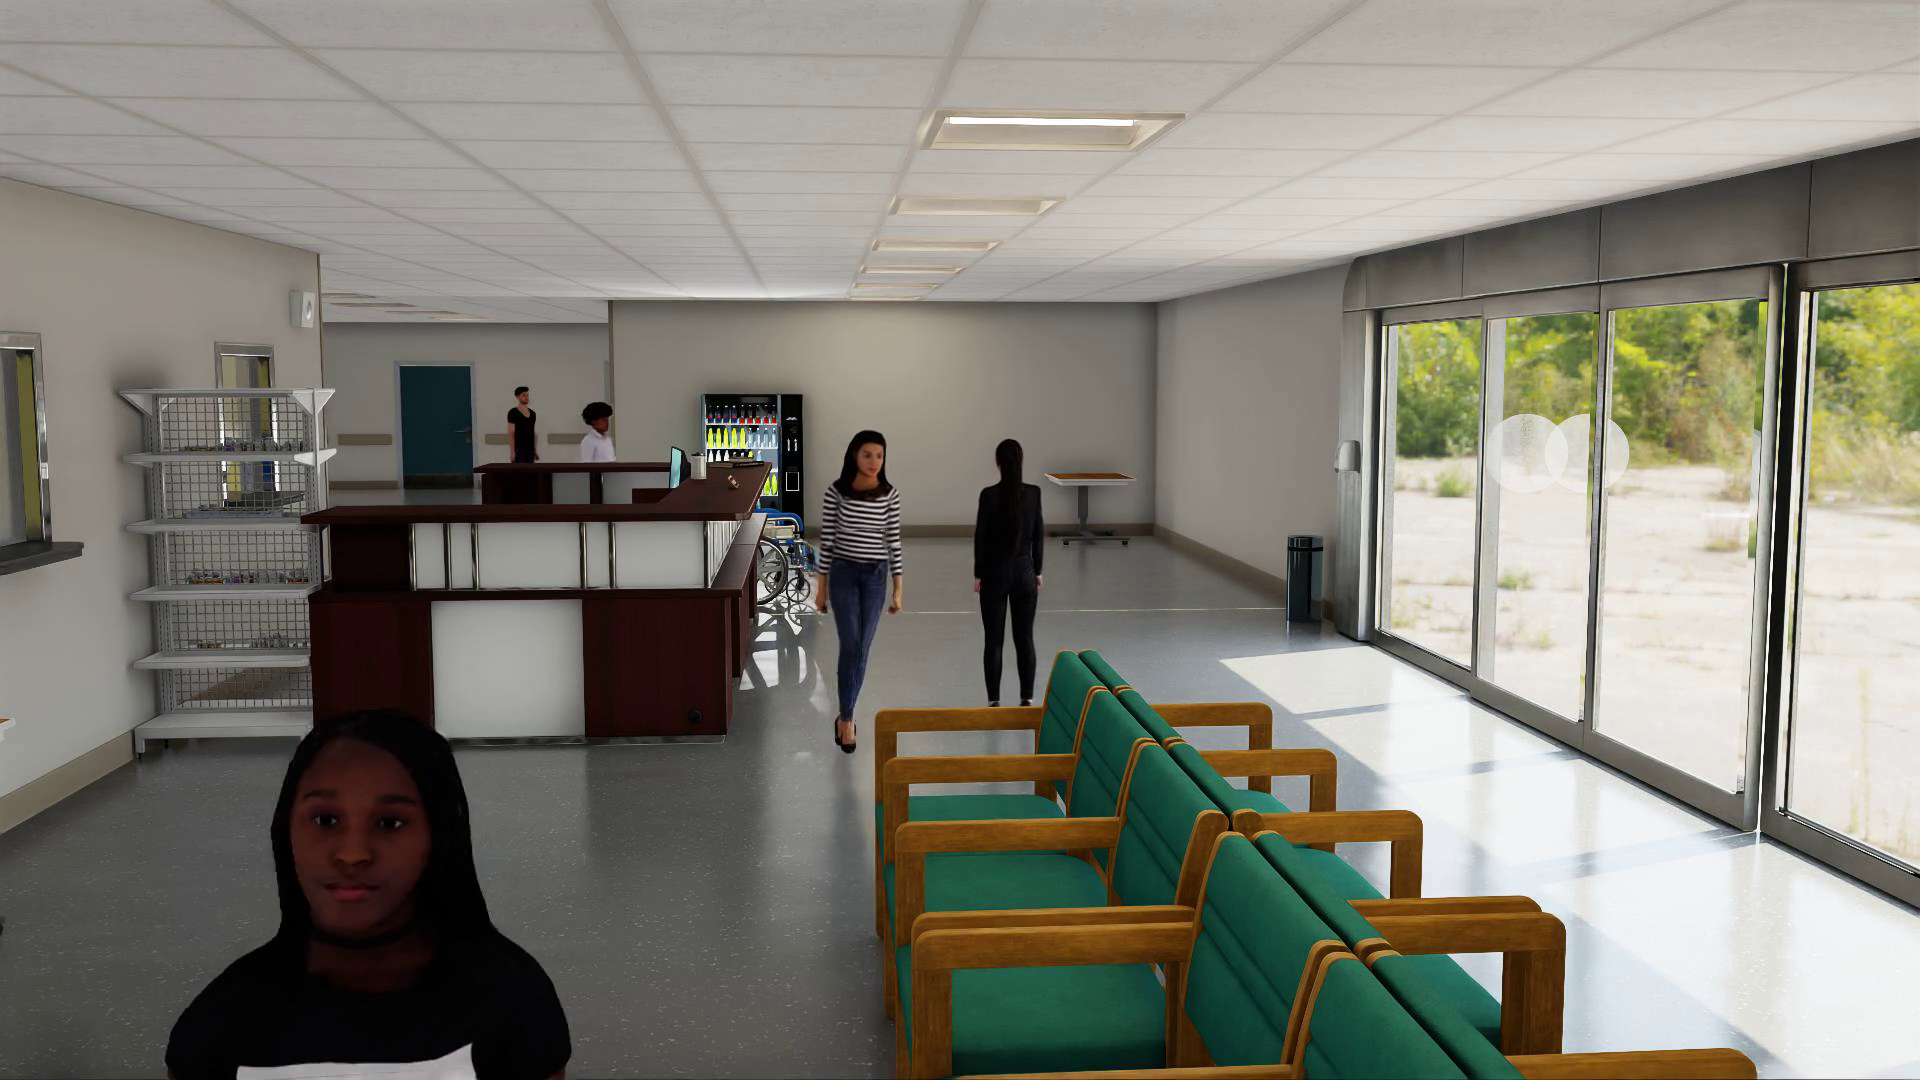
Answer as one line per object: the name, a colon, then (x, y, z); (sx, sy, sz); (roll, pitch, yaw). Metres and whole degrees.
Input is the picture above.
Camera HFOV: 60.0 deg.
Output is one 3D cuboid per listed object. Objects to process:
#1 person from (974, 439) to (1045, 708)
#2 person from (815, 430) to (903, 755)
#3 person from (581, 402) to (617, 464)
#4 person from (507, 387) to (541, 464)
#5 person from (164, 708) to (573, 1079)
person: (0.295, 0.251, 9.843); (0.472, 1.713, 0.663); (-1, 6, -14)
person: (-0.576, 0.288, 9.219); (0.704, 1.764, 0.757); (-2, 6, -16)
person: (-3.737, -0.501, 16.898); (0.717, 1.798, 0.710); (1, 6, 13)
person: (-6.387, -1.290, 24.246); (0.795, 1.896, 0.759); (4, 7, 35)
person: (-0.656, 1.041, 1.928); (0.523, 1.726, 0.666); (0, 6, -2)
